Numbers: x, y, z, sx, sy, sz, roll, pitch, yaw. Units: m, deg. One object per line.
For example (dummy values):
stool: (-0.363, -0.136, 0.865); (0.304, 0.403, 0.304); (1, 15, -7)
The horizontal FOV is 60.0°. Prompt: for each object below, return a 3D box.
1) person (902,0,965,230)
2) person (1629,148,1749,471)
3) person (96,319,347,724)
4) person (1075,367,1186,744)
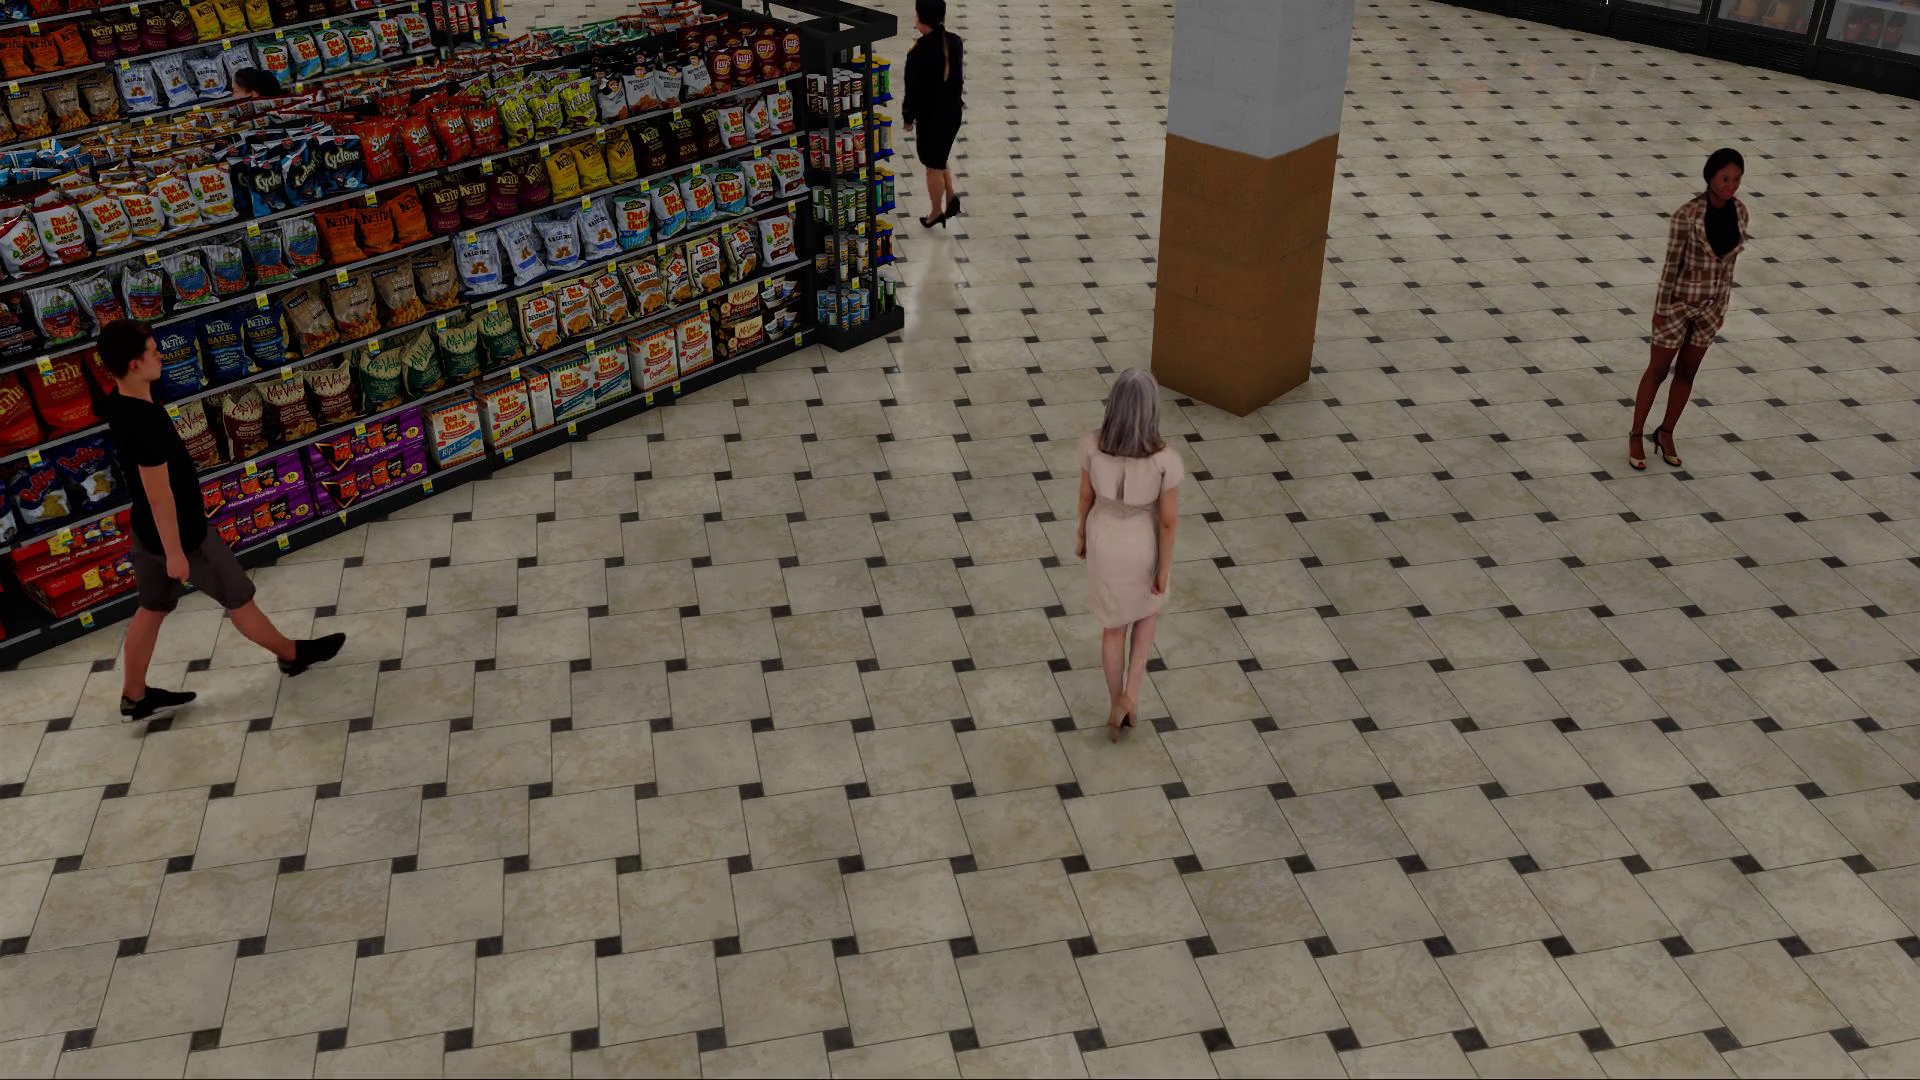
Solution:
person: (-0.120, -2.997, 11.859); (0.796, 1.666, 0.618); (24, 39, 33)
person: (3.885, -1.218, 8.879); (0.659, 1.795, 0.741); (-5, 32, -8)
person: (-3.374, -0.018, 6.933); (1.245, 1.813, 0.802); (-22, 38, -31)
person: (0.655, 0.133, 6.776); (0.744, 1.724, 0.799); (9, 33, 14)
